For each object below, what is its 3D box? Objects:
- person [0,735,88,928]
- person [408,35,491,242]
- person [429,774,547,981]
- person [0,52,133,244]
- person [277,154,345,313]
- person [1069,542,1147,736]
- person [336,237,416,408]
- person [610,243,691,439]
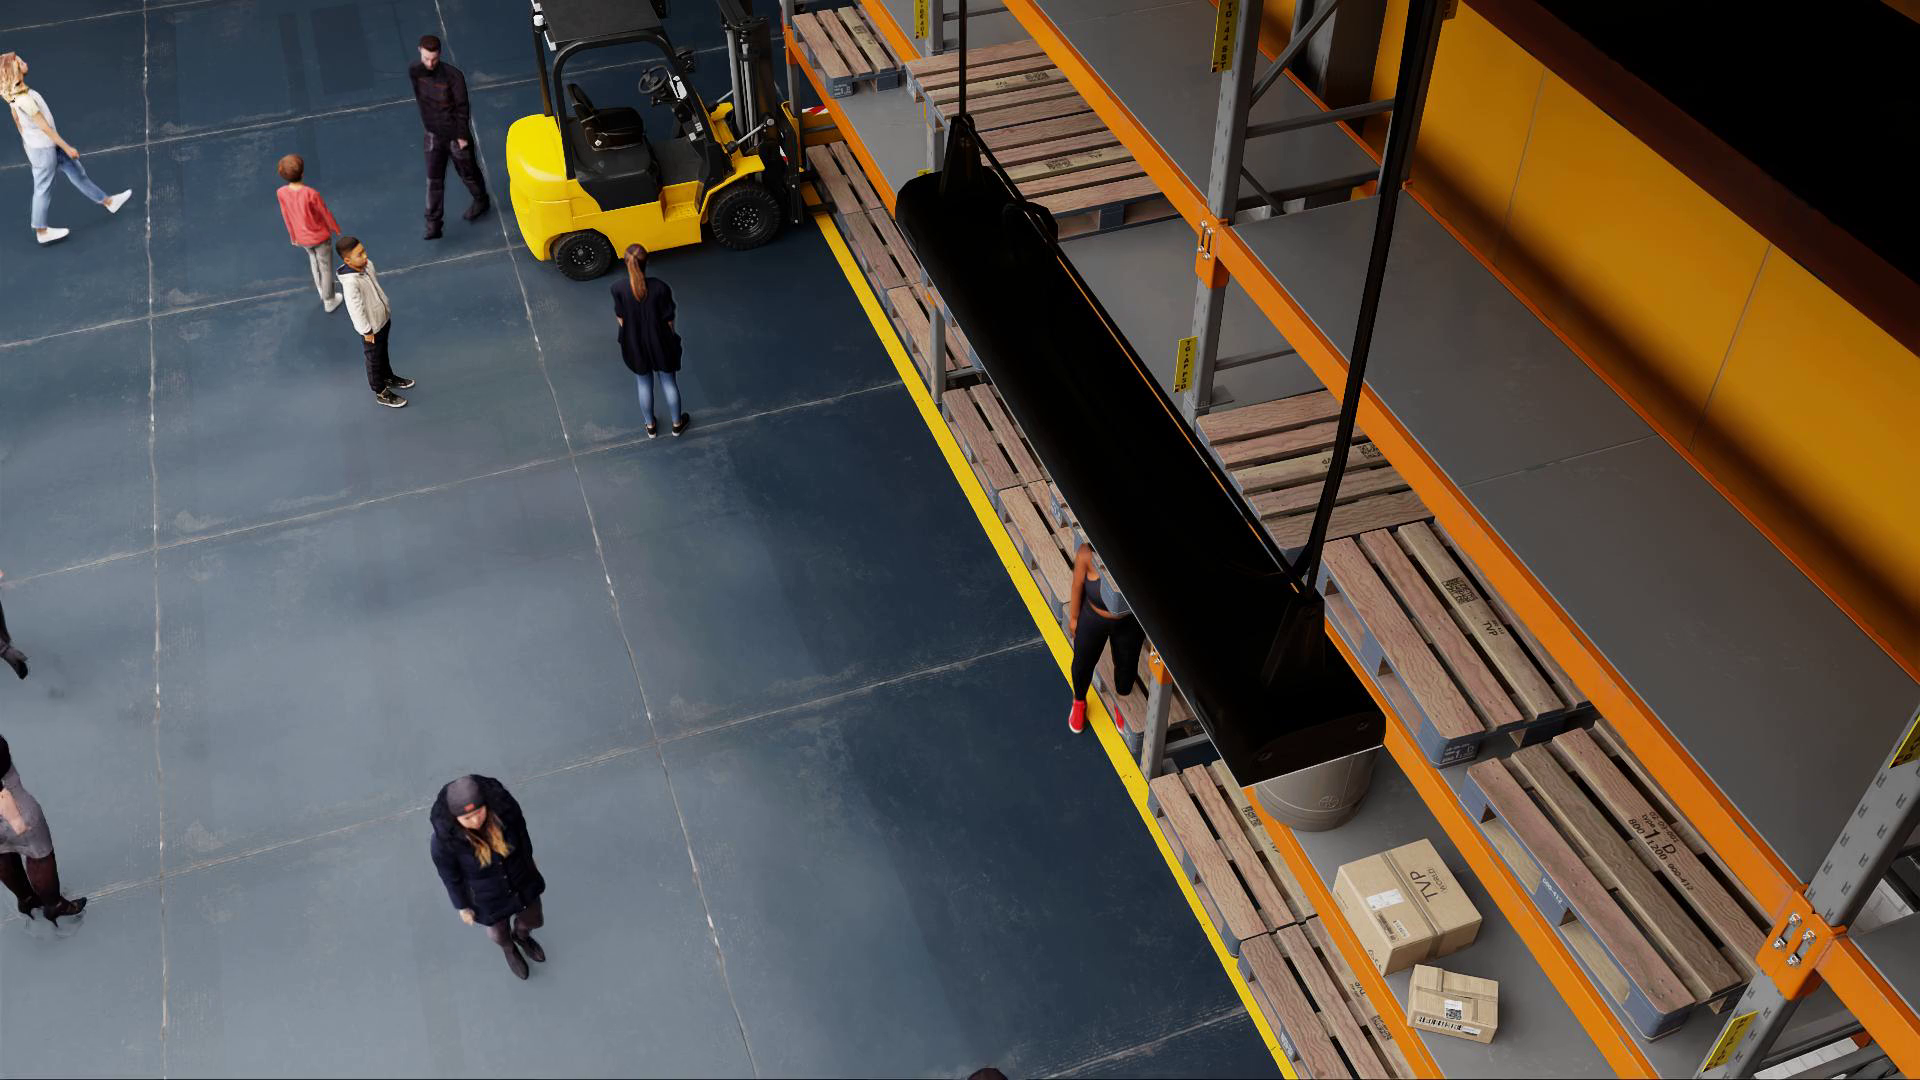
[{"bbox_3d":[-5.351,1.514,9.170,0.807,1.735,0.881,33,52,30],"label":"person"},{"bbox_3d":[-4.389,-3.544,14.396,1.126,1.850,1.247,14,45,14],"label":"person"},{"bbox_3d":[-2.539,1.769,8.952,0.760,1.667,0.771,-29,51,-27],"label":"person"},{"bbox_3d":[-7.960,-3.310,14.281,0.964,1.670,1.153,-29,51,-27],"label":"person"},{"bbox_3d":[-5.318,-2.469,13.589,0.651,1.407,0.708,9,44,9],"label":"person"},{"bbox_3d":[0.921,0.479,10.199,0.750,1.815,0.746,2,44,2],"label":"person"},{"bbox_3d":[-4.520,-1.695,12.743,0.713,1.454,0.572,1,44,1],"label":"person"},{"bbox_3d":[-2.305,-1.465,12.336,0.704,1.683,0.686,1,44,1],"label":"person"}]
